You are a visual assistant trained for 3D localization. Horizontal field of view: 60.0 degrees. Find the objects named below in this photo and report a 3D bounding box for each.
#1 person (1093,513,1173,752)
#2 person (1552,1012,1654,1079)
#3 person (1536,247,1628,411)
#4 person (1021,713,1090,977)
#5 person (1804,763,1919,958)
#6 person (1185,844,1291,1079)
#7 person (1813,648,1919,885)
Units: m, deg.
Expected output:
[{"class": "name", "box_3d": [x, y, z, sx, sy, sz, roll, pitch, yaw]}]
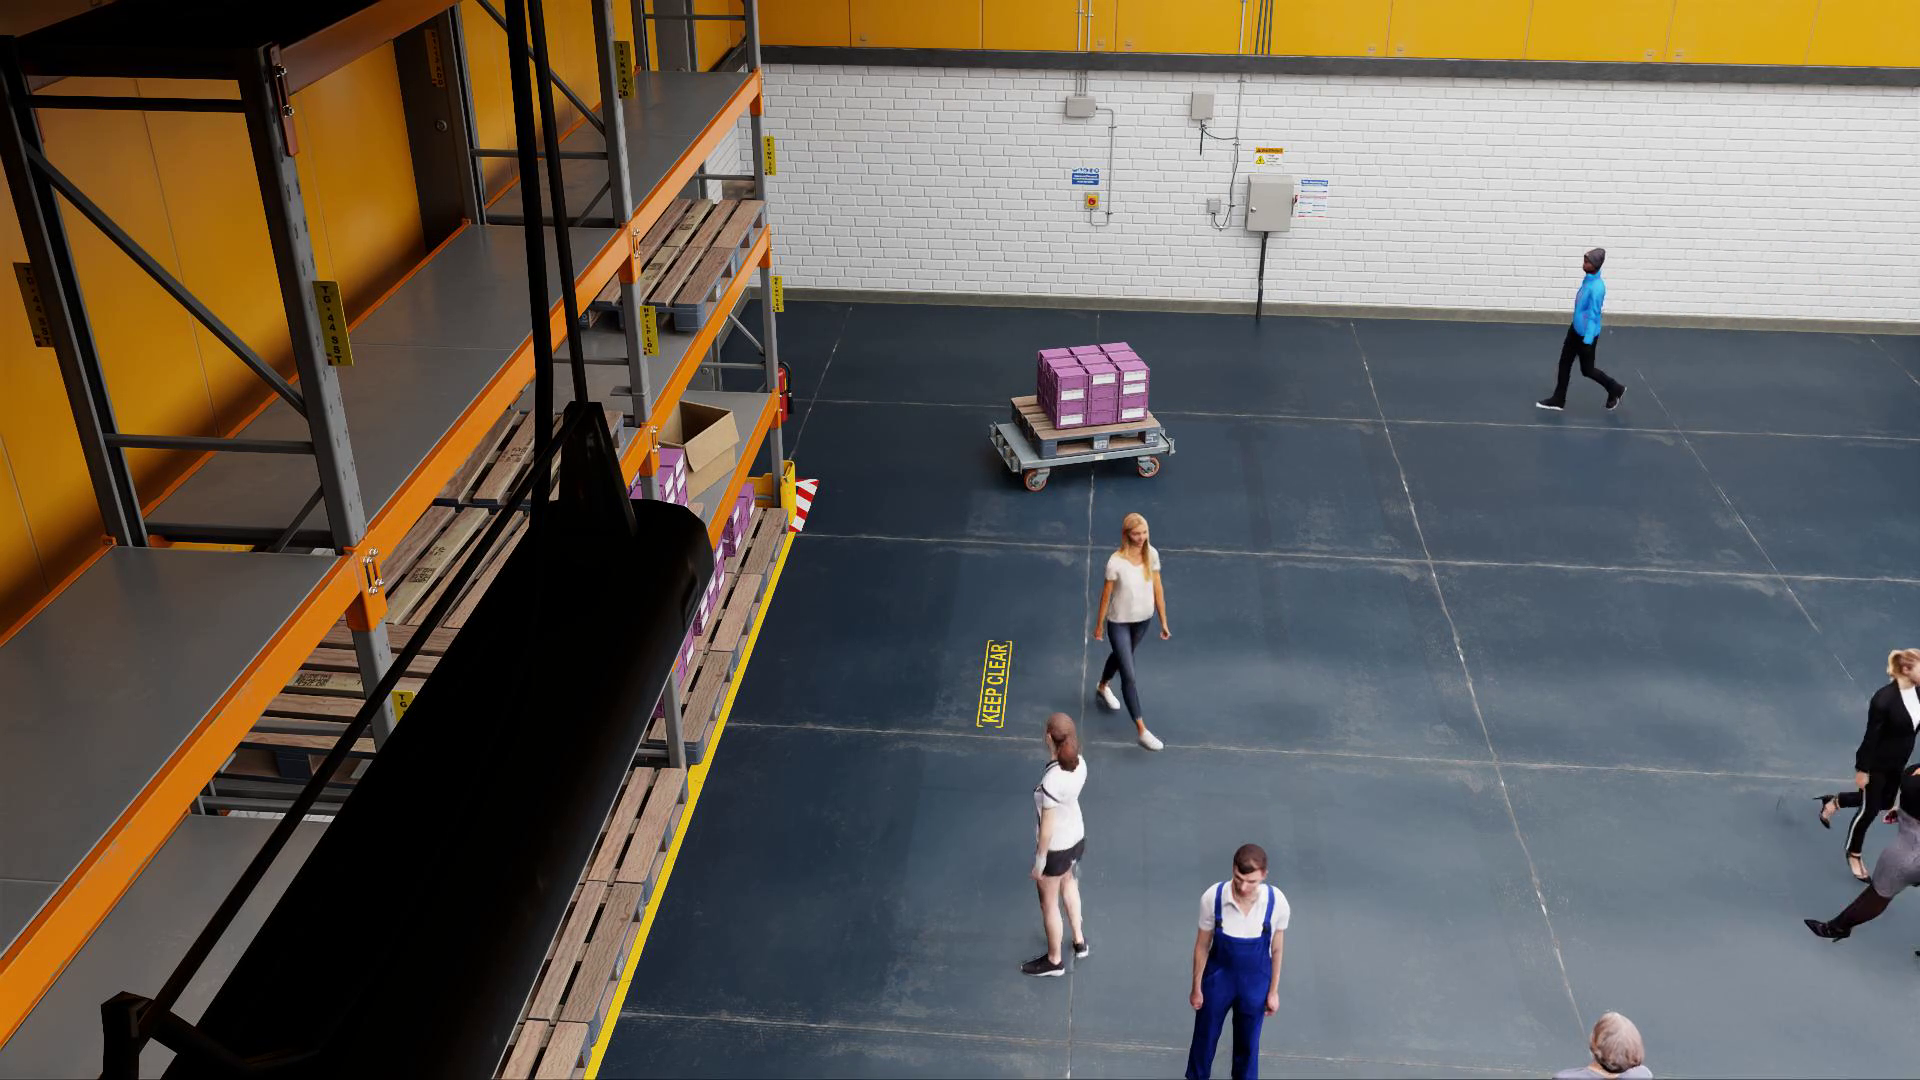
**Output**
[{"class": "person", "box_3d": [1.175, 0.586, 12.127, 1.075, 1.752, 1.249, -16, 32, -26]}, {"class": "person", "box_3d": [2.875, 2.912, 7.717, 0.713, 1.891, 0.675, -5, 29, -9]}, {"class": "person", "box_3d": [6.508, -2.120, 17.065, 0.745, 1.773, 1.038, 0, 29, -1]}, {"class": "person", "box_3d": [0.613, 1.814, 9.889, 0.786, 1.738, 0.673, 8, 30, 15]}, {"class": "person", "box_3d": [5.840, 1.851, 9.861, 1.056, 1.702, 1.128, 17, 33, 28]}, {"class": "person", "box_3d": [1.471, 2.332, 8.826, 0.621, 1.848, 0.549, 3, 29, 5]}, {"class": "person", "box_3d": [5.863, 1.399, 10.699, 0.845, 1.692, 0.961, -12, 31, -21]}]
